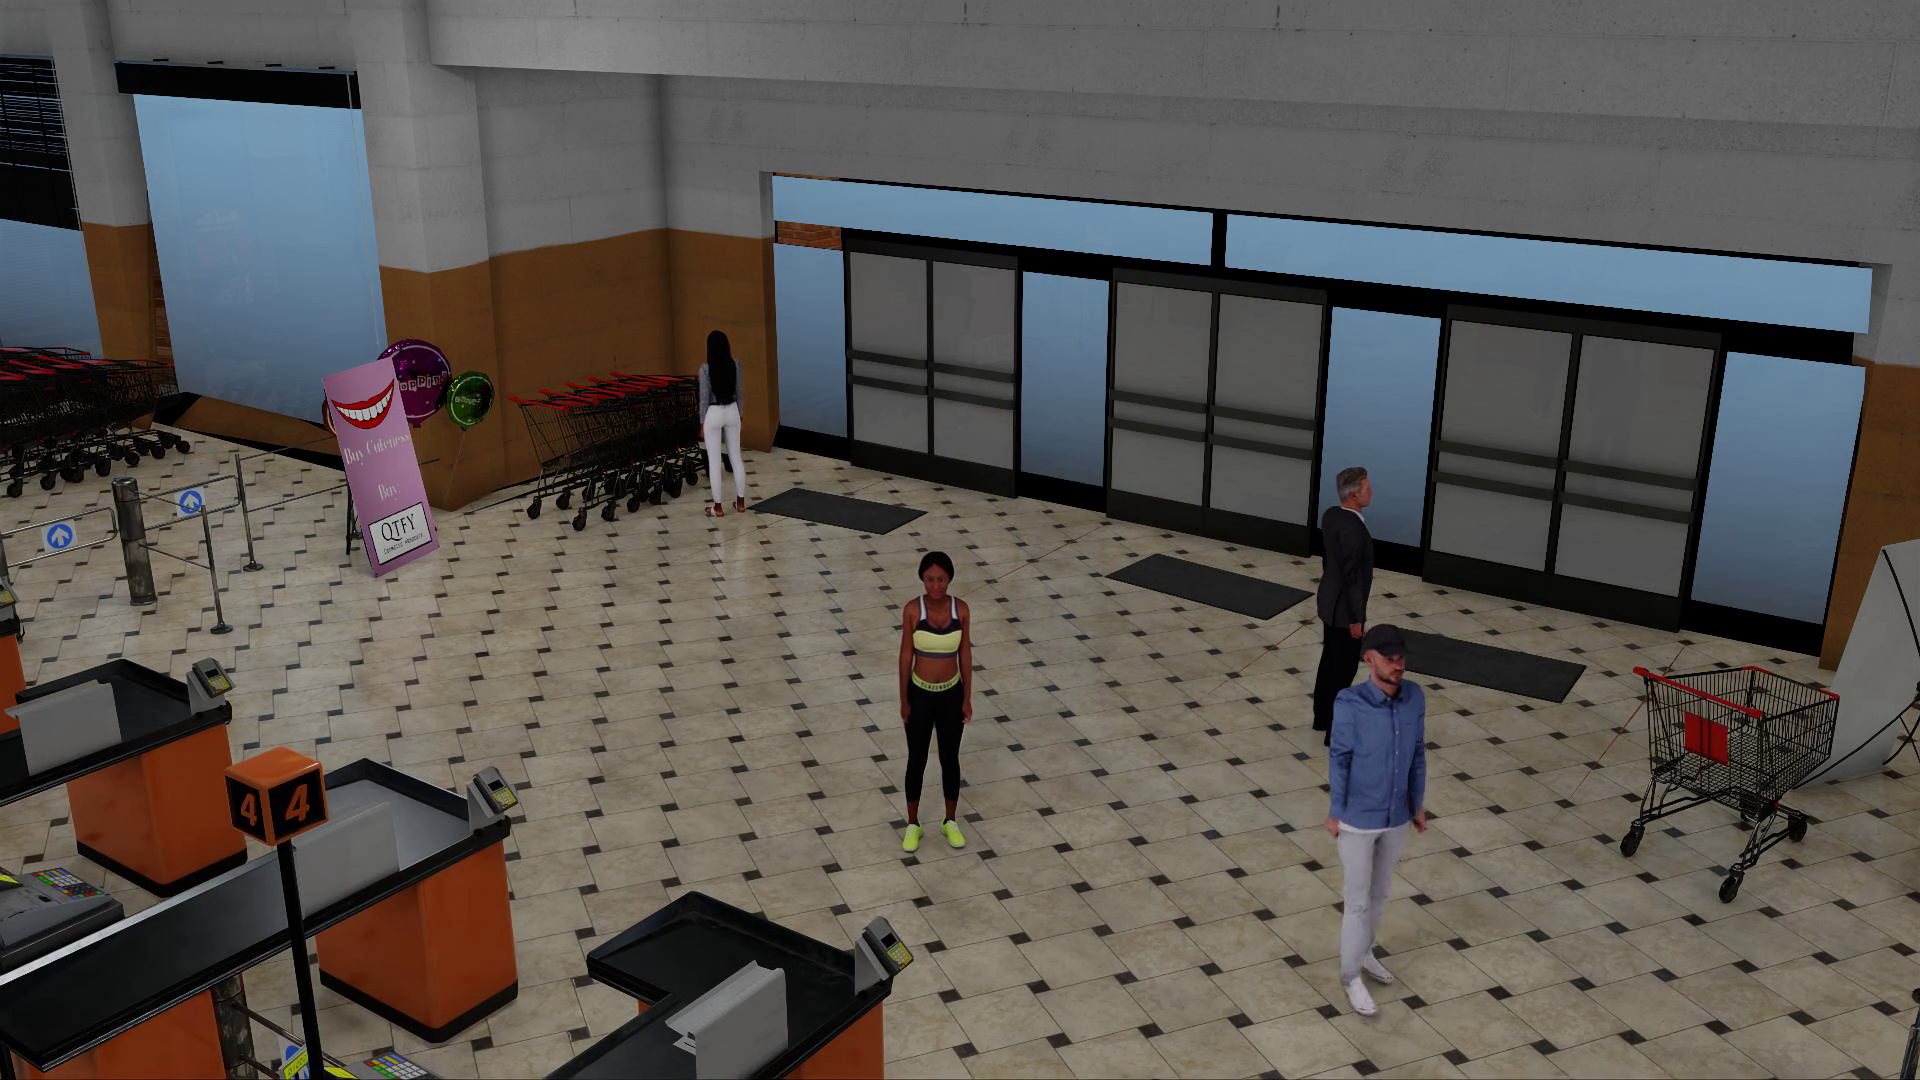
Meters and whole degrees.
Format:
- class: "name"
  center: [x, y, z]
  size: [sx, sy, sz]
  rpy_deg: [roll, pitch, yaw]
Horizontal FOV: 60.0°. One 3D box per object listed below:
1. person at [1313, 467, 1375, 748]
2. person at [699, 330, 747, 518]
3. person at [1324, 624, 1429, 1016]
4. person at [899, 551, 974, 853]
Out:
- class: "person"
  center: [2.453, 0.411, 10.596]
  size: [0.863, 1.842, 0.773]
  rpy_deg: [-1, 19, -3]
- class: "person"
  center: [-2.174, -1.075, 15.186]
  size: [0.590, 1.724, 0.725]
  rpy_deg: [-11, 22, -30]
- class: "person"
  center: [1.968, 1.274, 7.962]
  size: [0.827, 1.889, 0.890]
  rpy_deg: [-7, 20, -20]
- class: "person"
  center: [-0.143, 0.890, 9.311]
  size: [0.640, 1.755, 0.693]
  rpy_deg: [-2, 19, -7]
